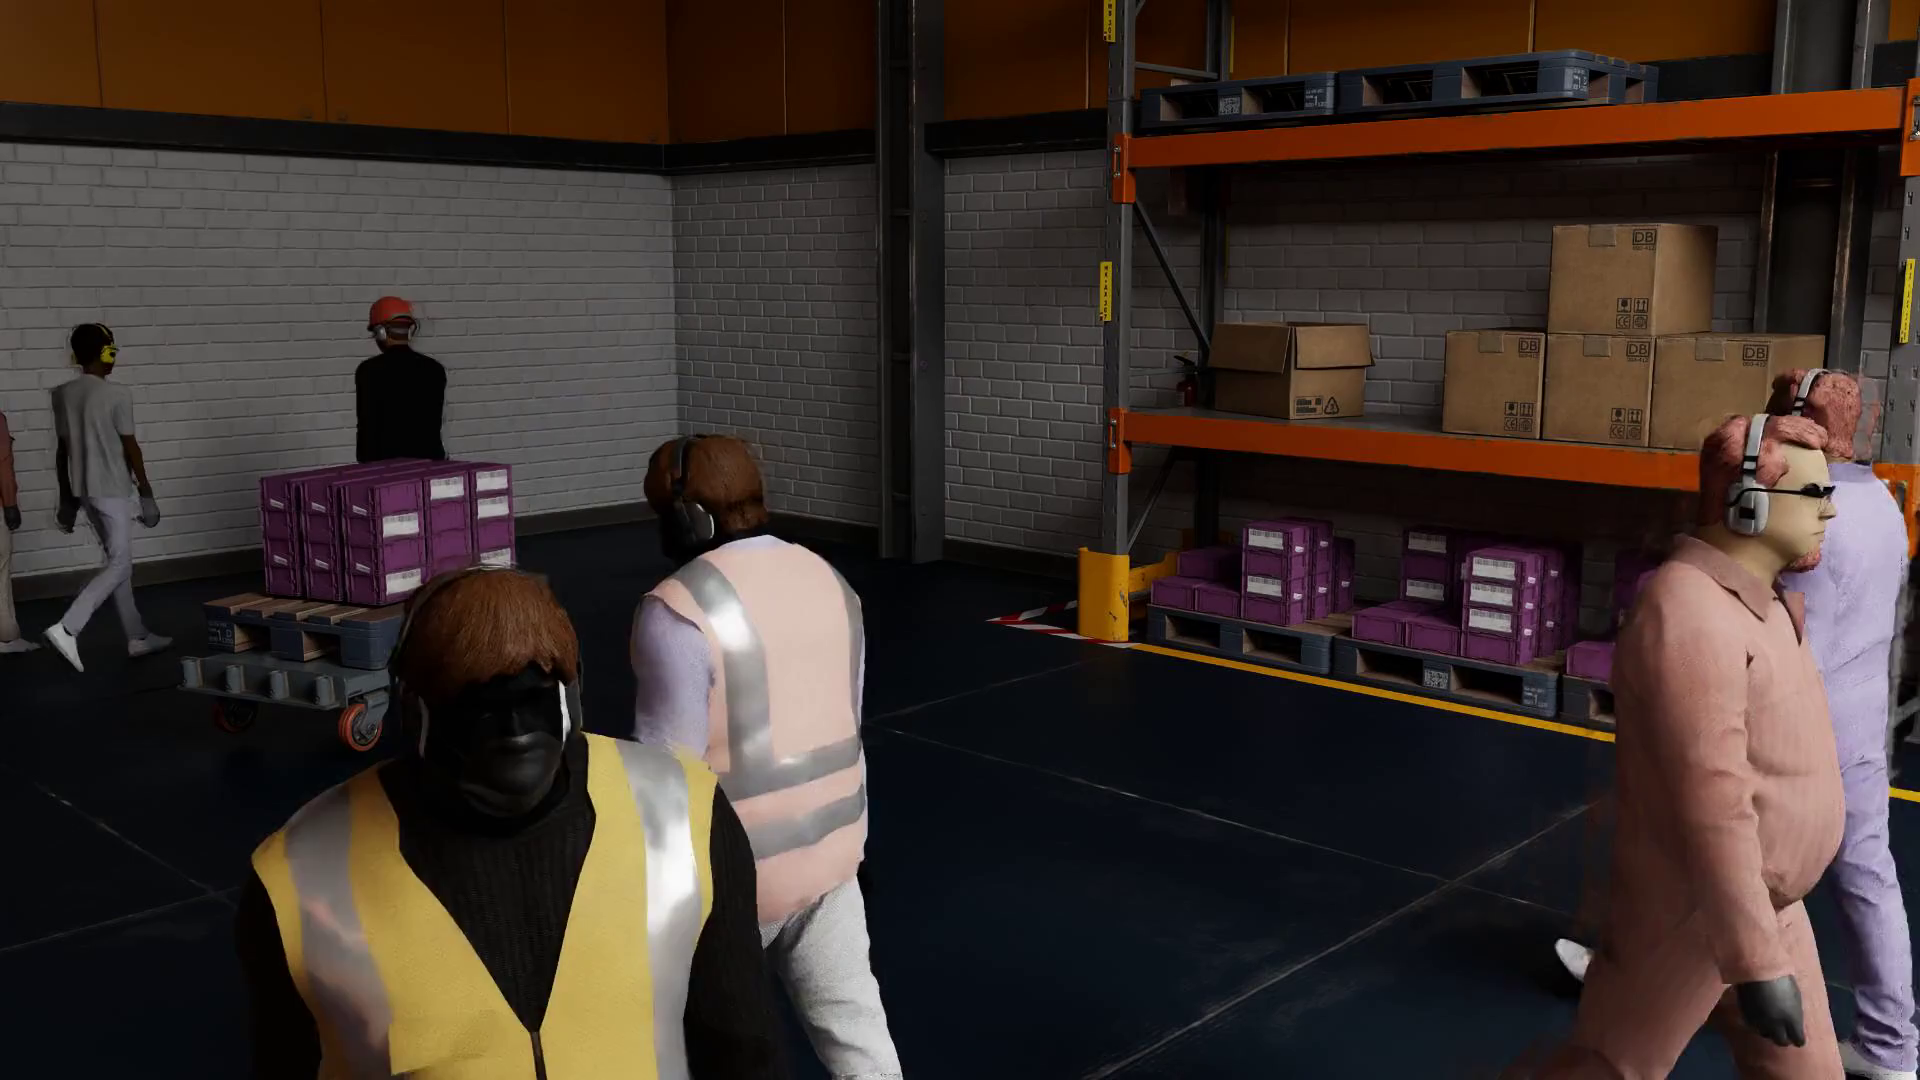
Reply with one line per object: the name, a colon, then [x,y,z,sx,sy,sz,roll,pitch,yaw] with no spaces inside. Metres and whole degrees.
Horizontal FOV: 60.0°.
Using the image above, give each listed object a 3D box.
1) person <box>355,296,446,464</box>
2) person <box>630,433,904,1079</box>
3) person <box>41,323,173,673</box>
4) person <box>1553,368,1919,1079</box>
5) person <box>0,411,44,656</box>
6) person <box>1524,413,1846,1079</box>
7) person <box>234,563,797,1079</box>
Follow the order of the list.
person: [-3.241,-0.412,9.577,0.711,1.957,0.624,8,12,39]
person: [-0.436,0.680,3.441,0.784,1.784,0.643,6,11,34]
person: [-4.603,-0.228,8.842,0.535,1.837,0.844,3,10,20]
person: [2.156,0.474,4.455,0.665,1.853,0.987,-8,12,-39]
person: [-5.377,-0.179,9.146,0.515,1.636,0.314,4,10,25]
person: [1.410,0.679,3.223,0.998,1.864,0.634,7,12,38]
person: [-0.541,0.897,2.089,0.619,1.793,0.967,-4,10,-25]
